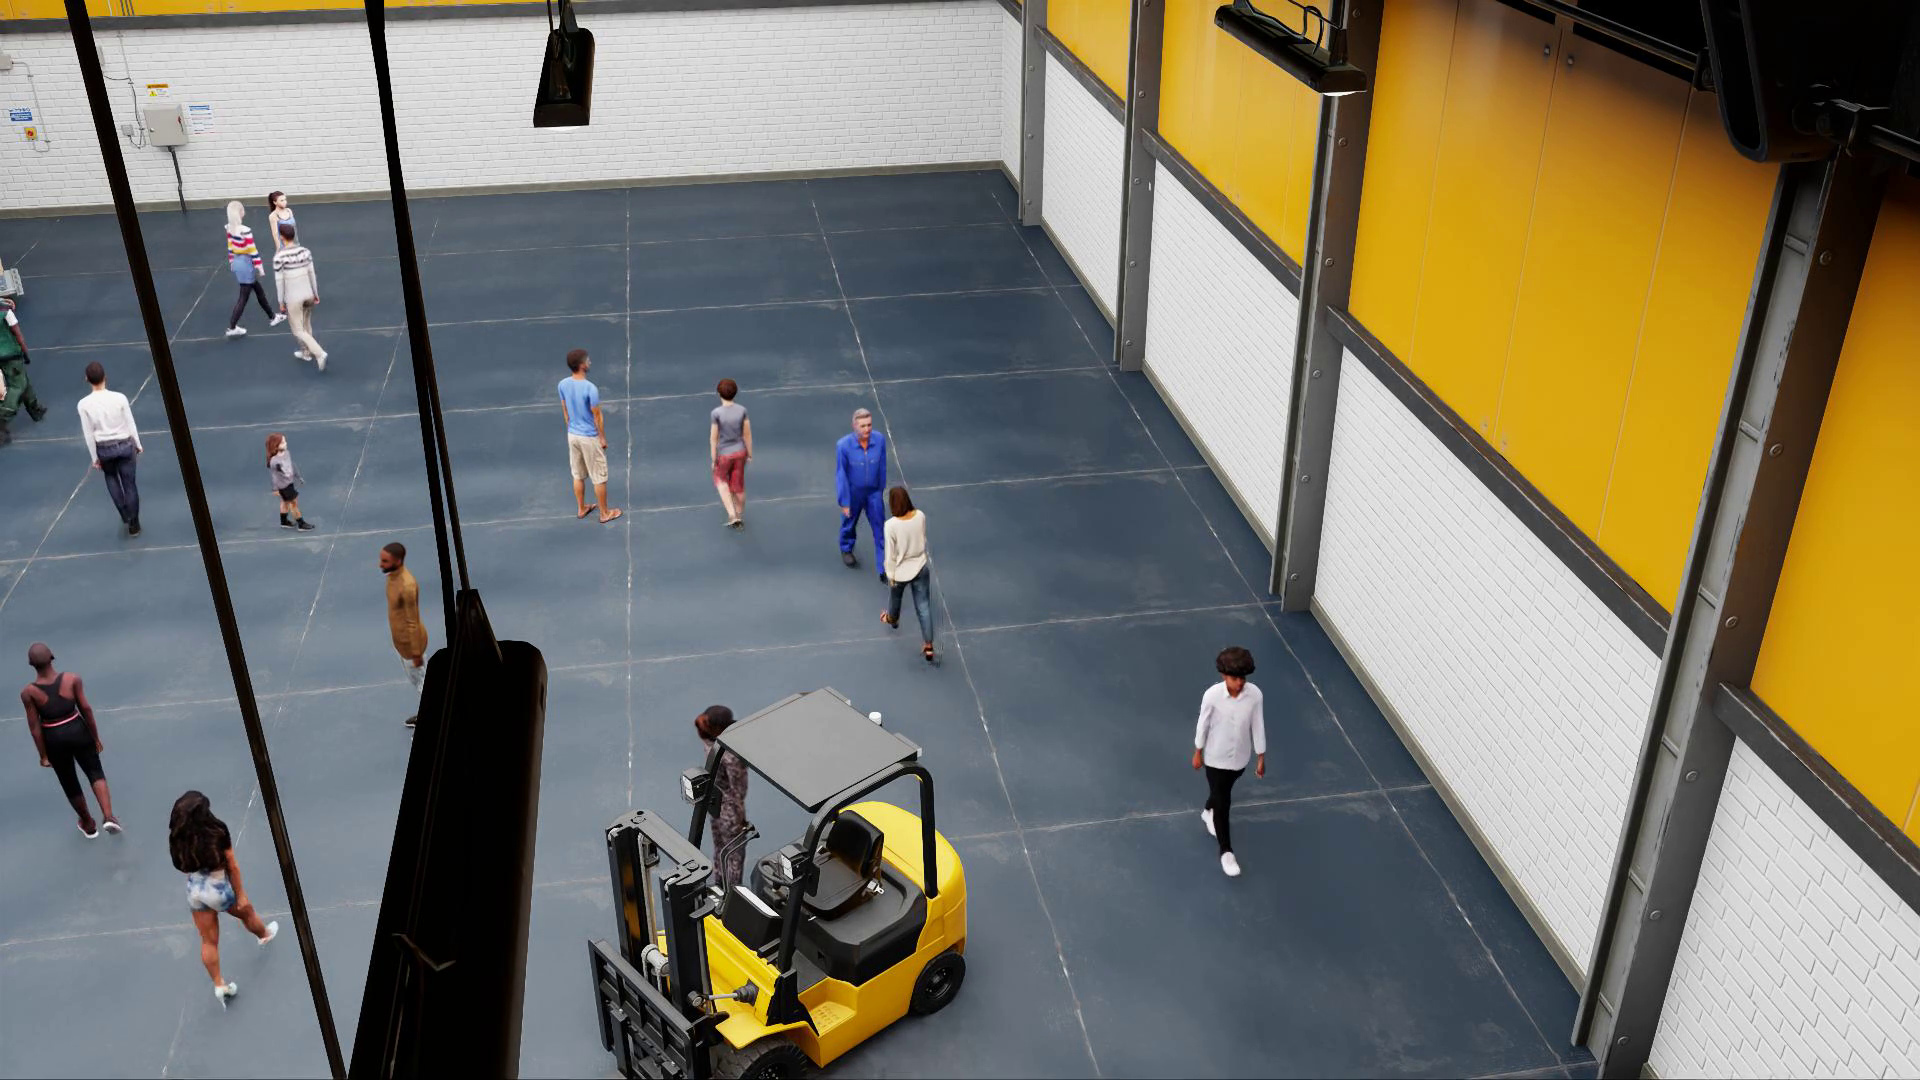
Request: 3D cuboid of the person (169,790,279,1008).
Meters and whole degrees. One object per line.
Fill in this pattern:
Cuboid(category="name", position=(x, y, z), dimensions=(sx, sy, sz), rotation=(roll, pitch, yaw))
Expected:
Cuboid(category="person", position=(-4.998, 2.425, 11.068), dimensions=(0.734, 1.593, 1.016), rotation=(2, 29, 4))

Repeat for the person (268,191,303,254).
Cuboid(category="person", position=(-9.243, -4.022, 22.870), dimensions=(0.700, 1.608, 0.612), rotation=(11, 30, 19))

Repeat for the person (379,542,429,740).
Cuboid(category="person", position=(-4.559, 0.815, 13.793), dimensions=(0.764, 1.810, 0.635), rotation=(-19, 34, -31))

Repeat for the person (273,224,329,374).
Cuboid(category="person", position=(-8.231, -3.019, 20.782), dimensions=(1.155, 1.847, 1.113), rotation=(18, 33, 29))

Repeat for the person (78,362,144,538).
Cuboid(category="person", position=(-8.564, -0.872, 16.845), dimensions=(0.703, 1.848, 0.793), rotation=(-11, 30, -19))

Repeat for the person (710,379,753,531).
Cuboid(category="person", position=(-2.319, -0.822, 16.972), dimensions=(0.684, 1.637, 0.737), rotation=(-12, 31, -20))

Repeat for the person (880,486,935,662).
Cuboid(category="person", position=(-0.419, 0.327, 14.872), dimensions=(0.884, 1.633, 1.210), rotation=(-14, 32, -24))

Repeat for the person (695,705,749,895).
Cuboid(category="person", position=(-1.667, 1.917, 11.871), dimensions=(0.703, 1.714, 0.588), rotation=(-17, 33, -29))

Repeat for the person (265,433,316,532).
Cuboid(category="person", position=(-7.014, -0.605, 17.148), dimensions=(0.618, 1.089, 0.627), rotation=(2, 29, 4))

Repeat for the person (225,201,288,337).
Cuboid(category="person", position=(-9.443, -3.522, 21.789), dimensions=(1.154, 1.766, 1.153), rotation=(22, 35, 34))

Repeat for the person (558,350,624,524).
Cuboid(category="person", position=(-3.880, -1.076, 17.203), dimensions=(0.751, 1.863, 0.782), rotation=(14, 31, 23))

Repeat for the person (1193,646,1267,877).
Cuboid(category="person", position=(1.987, 1.555, 12.489), dimensions=(0.651, 1.758, 1.081), rotation=(-5, 29, -9))

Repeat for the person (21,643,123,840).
Cuboid(category="person", position=(-6.678, 1.565, 12.483), dimensions=(0.819, 1.747, 0.956), rotation=(-22, 35, -34))

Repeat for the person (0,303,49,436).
Cuboid(category="person", position=(-10.979, -2.067, 19.083), dimensions=(0.929, 1.803, 1.250), rotation=(3, 29, 6))

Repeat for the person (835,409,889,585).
Cuboid(category="person", position=(-1.006, -0.477, 16.194), dimensions=(0.936, 1.778, 1.262), rotation=(-12, 31, -20))
